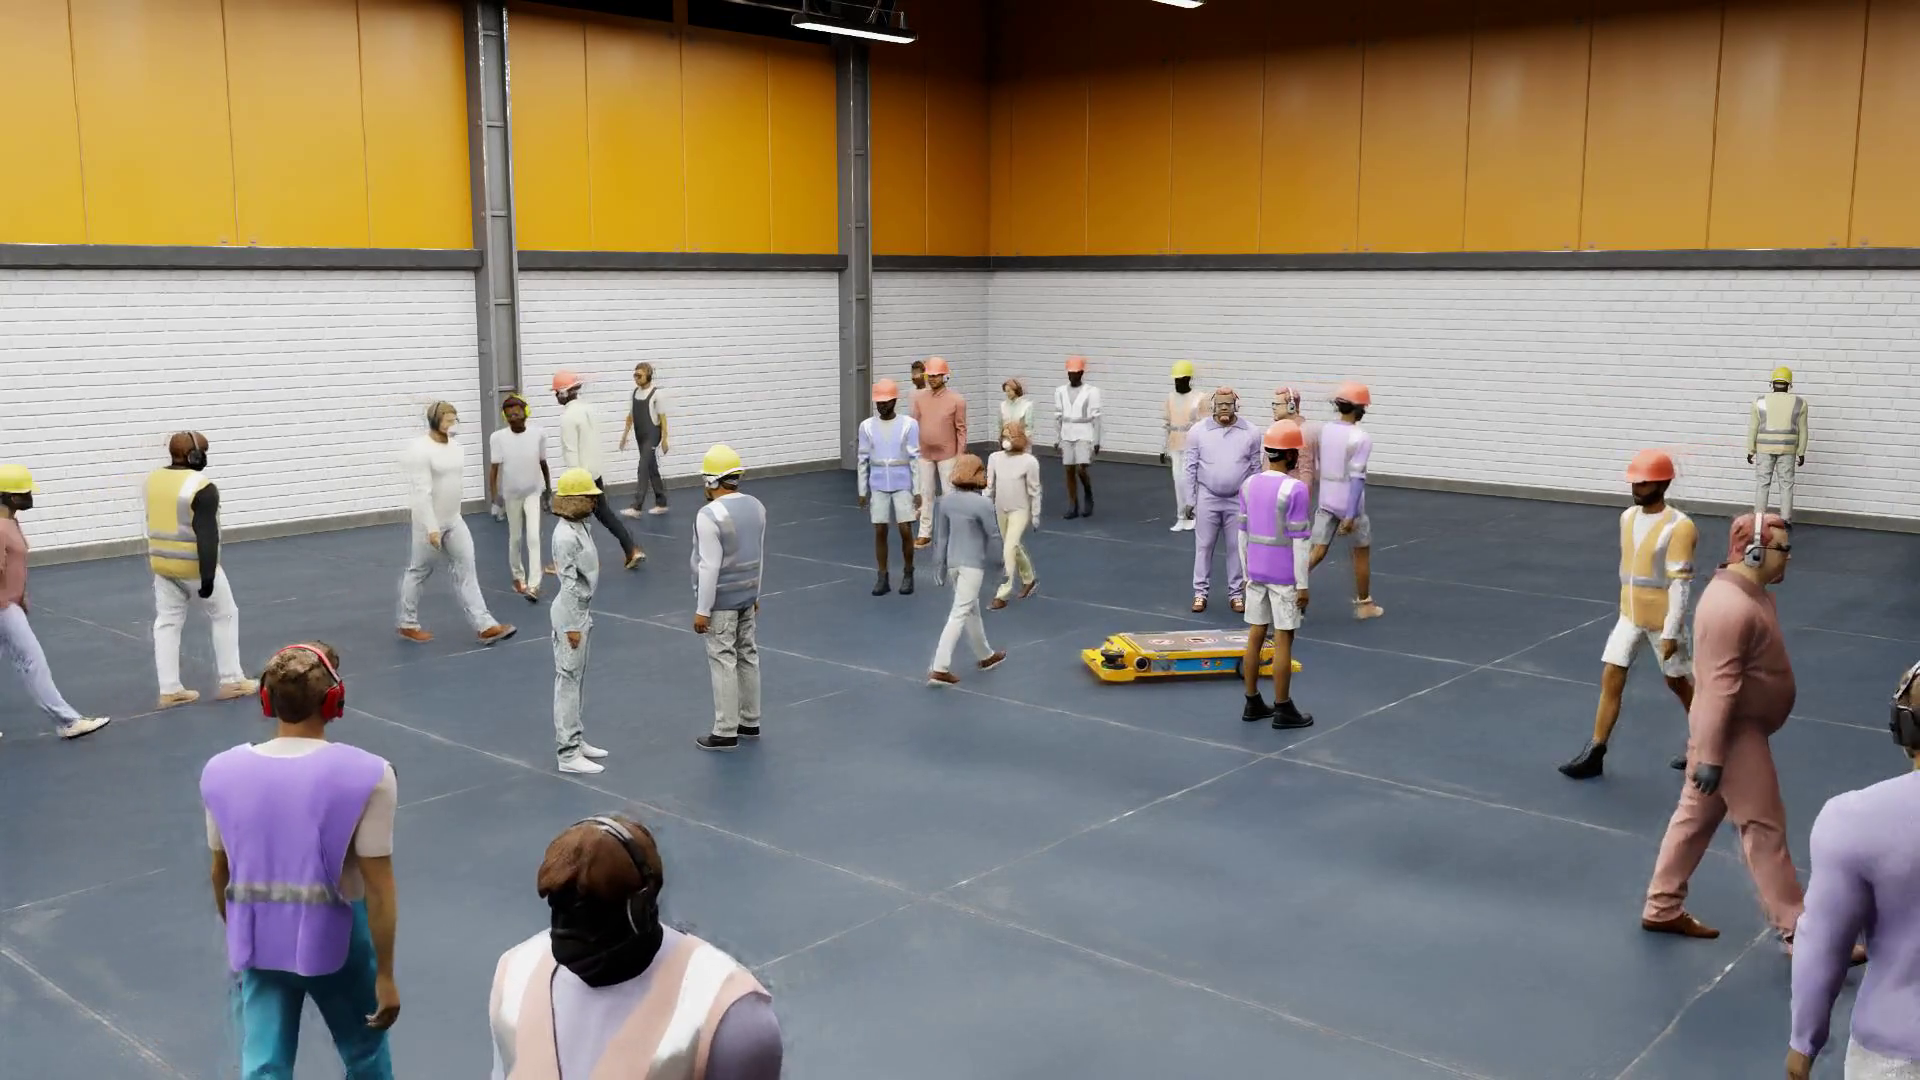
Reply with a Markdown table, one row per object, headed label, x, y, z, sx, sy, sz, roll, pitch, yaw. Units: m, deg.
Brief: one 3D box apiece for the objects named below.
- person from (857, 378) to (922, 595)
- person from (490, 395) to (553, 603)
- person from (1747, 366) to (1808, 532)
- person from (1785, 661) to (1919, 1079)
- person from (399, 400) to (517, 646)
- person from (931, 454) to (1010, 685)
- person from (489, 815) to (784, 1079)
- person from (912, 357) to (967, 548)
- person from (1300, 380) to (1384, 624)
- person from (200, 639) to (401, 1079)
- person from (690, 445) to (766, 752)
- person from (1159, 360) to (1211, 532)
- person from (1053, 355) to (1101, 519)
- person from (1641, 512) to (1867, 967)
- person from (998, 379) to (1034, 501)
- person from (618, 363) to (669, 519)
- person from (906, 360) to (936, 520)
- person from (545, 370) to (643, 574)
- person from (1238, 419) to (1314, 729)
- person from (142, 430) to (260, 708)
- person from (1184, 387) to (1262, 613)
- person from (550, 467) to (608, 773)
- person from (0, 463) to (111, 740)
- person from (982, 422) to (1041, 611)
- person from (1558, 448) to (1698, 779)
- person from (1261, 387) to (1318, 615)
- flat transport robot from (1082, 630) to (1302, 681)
| label | x | y | z | sx | sy | sz | roll | pitch | yaw |
| --- | --- | --- | --- | --- | --- | --- | --- | --- | --- |
| person | -0.619 | -0.465 | 14.710 | 0.581 | 1.930 | 0.388 | 1 | 9 | 8 |
| person | -3.795 | -0.361 | 14.468 | 0.584 | 1.797 | 0.999 | -3 | 10 | -20 |
| person | 9.045 | -1.005 | 18.424 | 0.600 | 1.829 | 0.404 | 4 | 10 | 23 |
| person | 2.379 | 1.236 | 4.067 | 0.657 | 1.919 | 0.426 | 0 | 9 | 1 |
| person | -3.914 | -0.112 | 12.655 | 1.023 | 1.883 | 0.651 | 4 | 10 | 21 |
| person | 0.062 | 0.195 | 11.640 | 0.871 | 1.589 | 0.495 | -8 | 12 | -42 |
| person | -0.639 | 1.411 | 3.262 | 0.626 | 1.833 | 0.490 | 4 | 10 | 25 |
| person | -0.235 | -0.888 | 17.172 | 0.609 | 1.996 | 0.383 | 4 | 10 | 24 |
| person | 3.041 | -0.297 | 13.486 | 1.023 | 2.007 | 0.609 | -7 | 11 | -36 |
| person | -1.888 | 1.181 | 4.838 | 0.582 | 1.790 | 1.009 | 0 | 9 | 2 |
| person | -1.401 | 0.344 | 9.948 | 0.404 | 1.830 | 0.600 | 5 | 10 | 27 |
| person | 2.461 | -1.027 | 18.315 | 0.624 | 1.907 | 0.426 | 9 | 13 | 44 |
| person | 1.338 | -1.183 | 19.255 | 0.548 | 1.922 | 0.419 | 6 | 11 | 31 |
| person | 3.315 | 0.820 | 6.864 | 0.891 | 1.864 | 0.674 | 4 | 10 | 24 |
| person | 0.641 | -1.112 | 19.830 | 0.506 | 1.584 | 0.862 | 4 | 10 | 24 |
| person | -3.756 | -1.155 | 19.439 | 0.519 | 1.808 | 0.886 | 8 | 12 | 42 |
| person | -0.458 | -1.154 | 19.253 | 0.525 | 1.857 | 0.435 | 8 | 12 | 43 |
| person | -3.496 | -0.642 | 15.791 | 0.858 | 1.952 | 0.650 | 2 | 9 | 10 |
| person | 1.993 | 0.211 | 10.453 | 0.375 | 1.939 | 0.546 | -6 | 11 | -35 |
| person | -5.057 | 0.180 | 11.050 | 0.649 | 1.816 | 0.747 | 4 | 10 | 23 |
| person | 2.207 | -0.334 | 13.972 | 0.652 | 1.906 | 0.409 | 1 | 9 | 4 |
| person | -2.187 | 0.451 | 9.557 | 0.312 | 1.744 | 0.487 | -1 | 9 | -4 |
| person | -5.667 | 0.396 | 10.026 | 0.956 | 1.706 | 0.569 | -4 | 10 | -22 |
| person | 0.471 | -0.233 | 14.321 | 0.512 | 1.595 | 0.850 | 7 | 11 | 38 |
| person | 3.926 | 0.413 | 9.386 | 1.037 | 1.884 | 0.560 | -4 | 10 | -22 |
| person | 2.709 | -0.325 | 13.916 | 0.408 | 1.906 | 0.654 | -2 | 9 | -15 |
| flat transport robot | 1.648 | 0.813 | 11.894 | 1.431 | 0.197 | 0.652 | -1 | 9 | -9 |
